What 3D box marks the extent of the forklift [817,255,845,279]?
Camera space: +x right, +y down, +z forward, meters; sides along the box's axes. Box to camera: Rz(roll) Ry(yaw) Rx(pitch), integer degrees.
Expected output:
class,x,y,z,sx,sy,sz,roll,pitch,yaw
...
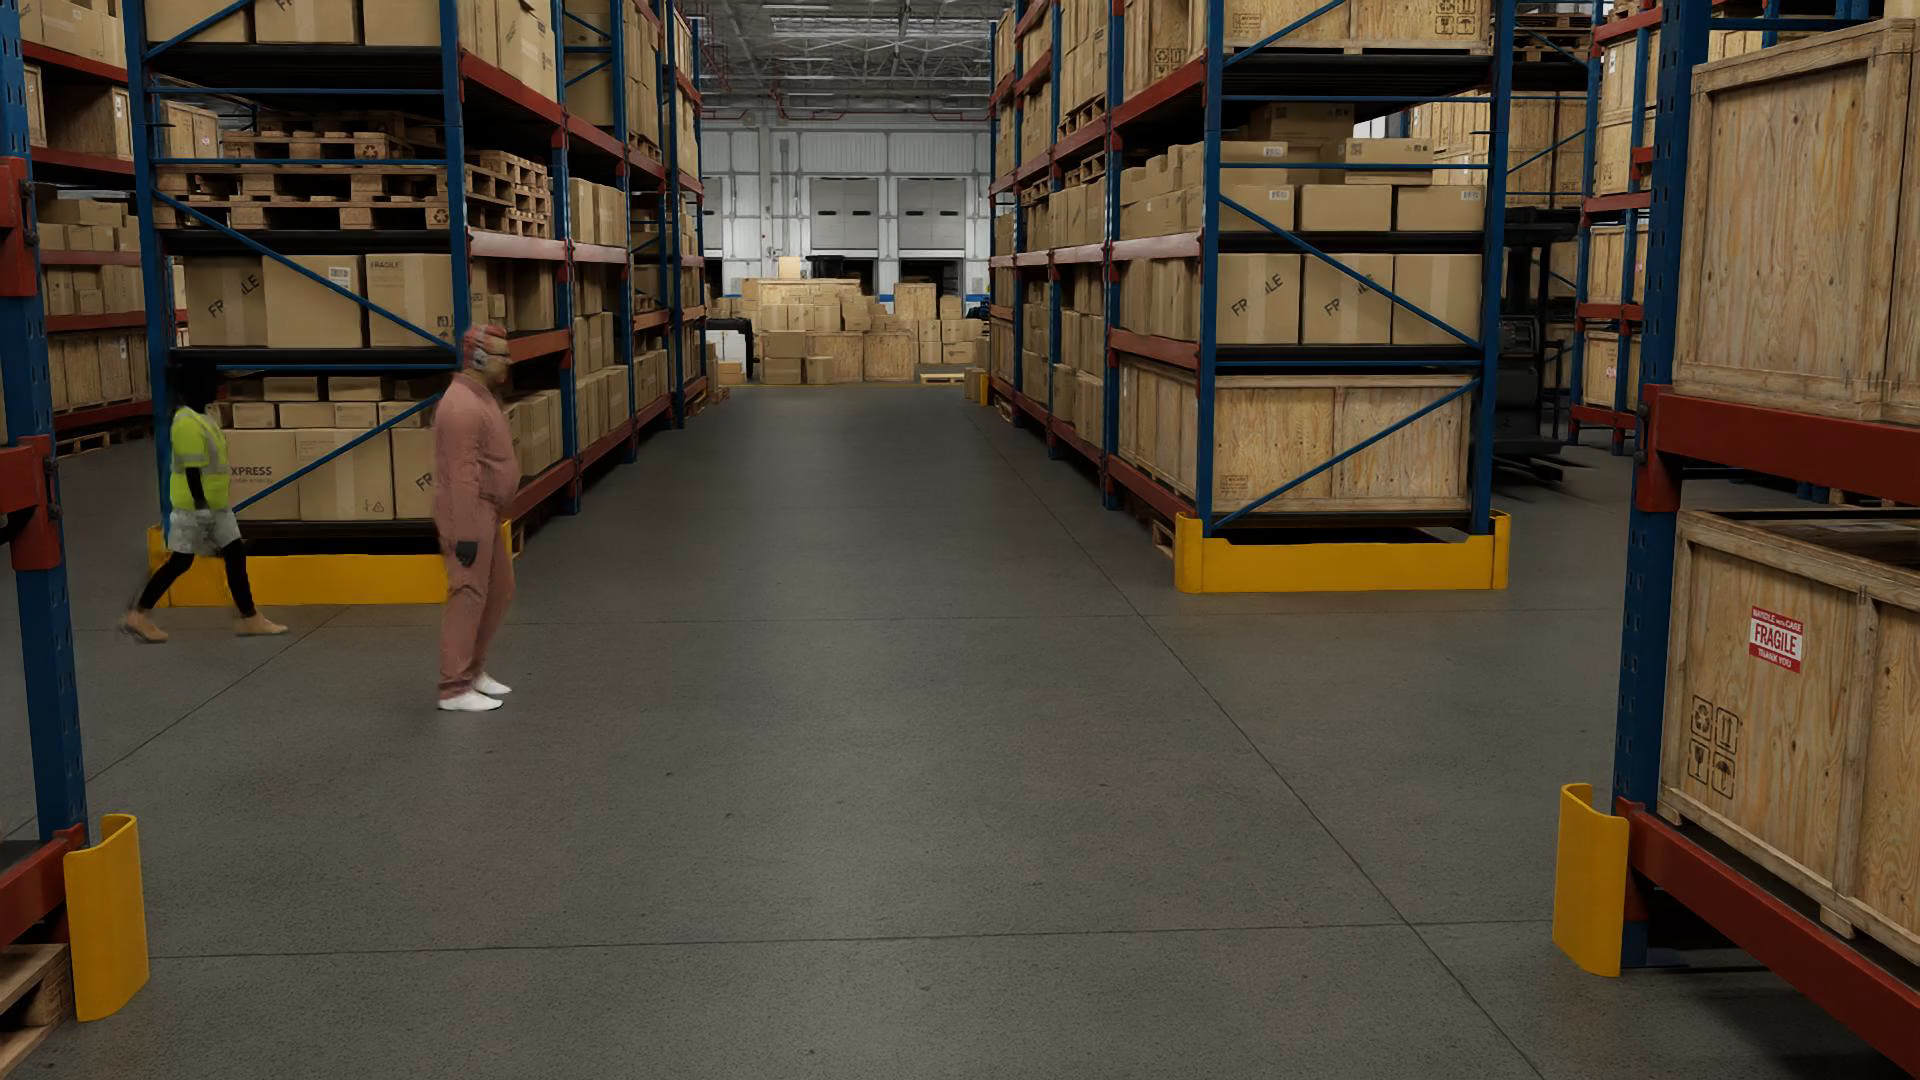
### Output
class,x,y,z,sx,sy,sz,roll,pitch,yaw
forklift,-4.557,-8.707,59.001,1.129,2.768,1.873,-5,10,-30

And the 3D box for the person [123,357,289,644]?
class,x,y,z,sx,sy,sz,roll,pitch,yaw
person,-4.410,-0.222,9.554,0.861,1.657,0.539,-2,9,-10

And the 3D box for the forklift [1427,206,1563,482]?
class,x,y,z,sx,sy,sz,roll,pitch,yaw
forklift,5.453,-2.086,17.428,1.129,2.768,1.873,-1,9,-4

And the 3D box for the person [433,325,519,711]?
class,x,y,z,sx,sy,sz,roll,pitch,yaw
person,-2.363,-0.098,8.108,0.433,1.880,0.655,-2,9,-11

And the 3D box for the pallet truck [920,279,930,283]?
class,x,y,z,sx,sy,sz,roll,pitch,yaw
pallet truck,-0.932,-8.922,63.114,1.885,1.965,0.823,2,9,13
